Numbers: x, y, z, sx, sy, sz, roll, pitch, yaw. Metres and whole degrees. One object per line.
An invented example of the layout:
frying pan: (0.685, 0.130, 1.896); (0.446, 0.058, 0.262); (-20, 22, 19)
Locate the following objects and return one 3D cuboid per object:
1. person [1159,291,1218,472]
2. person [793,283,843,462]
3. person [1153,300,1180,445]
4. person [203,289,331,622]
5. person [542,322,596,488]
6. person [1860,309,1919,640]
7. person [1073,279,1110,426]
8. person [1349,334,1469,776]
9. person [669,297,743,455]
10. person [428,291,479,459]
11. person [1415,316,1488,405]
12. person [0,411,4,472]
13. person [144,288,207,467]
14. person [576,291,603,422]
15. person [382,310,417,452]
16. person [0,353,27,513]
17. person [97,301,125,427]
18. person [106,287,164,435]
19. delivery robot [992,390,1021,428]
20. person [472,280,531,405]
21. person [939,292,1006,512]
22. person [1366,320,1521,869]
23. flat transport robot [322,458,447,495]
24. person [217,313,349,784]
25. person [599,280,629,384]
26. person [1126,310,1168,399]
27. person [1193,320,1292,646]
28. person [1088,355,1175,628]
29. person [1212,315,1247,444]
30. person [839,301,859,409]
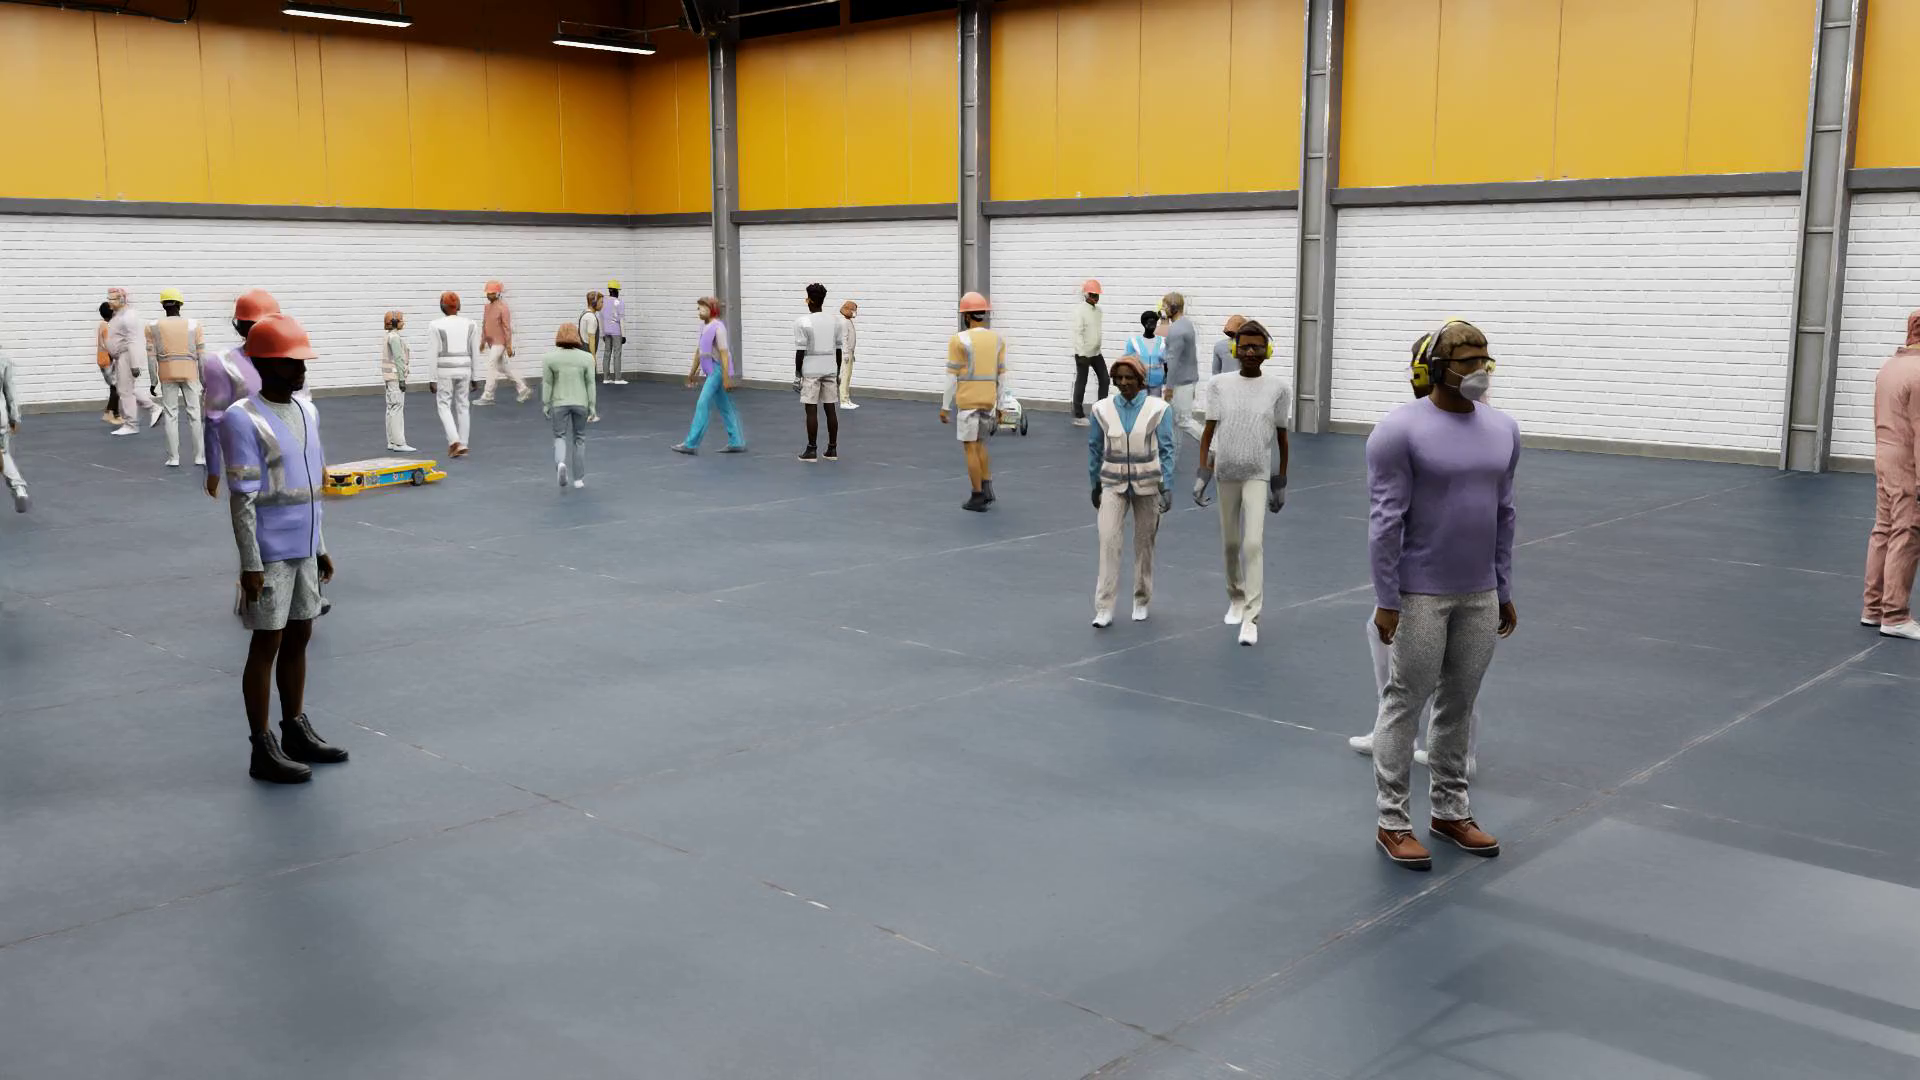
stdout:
person: (2.366, -1.606, 17.119); (0.830, 1.909, 0.634); (2, 9, 10)
person: (-1.568, -1.843, 18.340); (0.607, 1.966, 0.366); (-7, 11, -35)
person: (2.465, -2.014, 20.036); (0.526, 1.762, 0.346); (2, 9, 10)
person: (-4.052, -0.474, 9.854); (1.016, 1.991, 0.638); (6, 11, 32)
person: (-3.742, -1.277, 15.941); (0.504, 1.619, 0.553); (-2, 9, -9)
person: (5.511, -0.388, 9.606); (0.403, 1.906, 0.651); (2, 9, 10)
person: (1.829, -2.502, 22.361); (0.784, 1.967, 0.665); (8, 12, 40)
person: (1.945, 0.054, 7.071); (0.573, 1.842, 0.695); (-6, 11, -31)
person: (-2.911, -1.855, 18.923); (0.954, 1.791, 0.606); (-3, 10, -19)
person: (-5.680, -1.853, 18.672); (0.595, 1.881, 0.493); (-7, 12, -38)
person: (3.865, -0.893, 13.201); (0.559, 1.739, 0.737); (-1, 9, -6)
person: (-6.462, -0.600, 10.493); (0.536, 2.000, 0.710); (9, 13, 43)
person: (-8.398, -1.740, 17.855); (0.584, 1.918, 0.381); (-5, 10, -27)
person: (-5.128, -2.537, 23.055); (0.418, 1.823, 0.552); (-3, 10, -18)
person: (-6.556, -1.845, 19.345); (0.311, 1.642, 0.512); (-6, 11, -31)
person: (-8.202, -1.017, 14.009); (0.426, 1.733, 0.497); (6, 11, 31)
person: (-11.328, -2.344, 22.233); (0.368, 1.690, 0.575); (-6, 11, -32)
person: (-10.602, -2.291, 21.330); (0.617, 1.885, 0.659); (-7, 11, -35)
delivery robot: (0.597, -1.682, 21.384); (0.477, 0.478, 0.707); (0, 9, -2)
person: (-7.212, -3.101, 26.115); (0.977, 1.961, 0.615); (-7, 12, -38)
person: (0.112, -1.210, 14.613); (0.558, 1.918, 0.514); (-7, 11, -36)
person: (1.735, 0.191, 5.952); (0.631, 1.940, 0.372); (-4, 10, -24)
flat transport robot: (-5.706, -0.628, 16.075); (0.652, 0.197, 1.431); (4, 10, 23)
person: (-2.805, 0.029, 6.950); (0.379, 1.937, 0.547); (2, 9, 13)
person: (-6.358, -3.814, 30.570); (0.591, 1.920, 0.384); (5, 11, 28)
person: (2.159, -1.850, 19.360); (0.530, 1.658, 0.827); (-1, 9, -8)
person: (1.641, -0.358, 9.657); (0.520, 1.835, 0.847); (3, 10, 19)
person: (0.999, -0.274, 9.799); (0.533, 1.605, 0.772); (2, 10, 13)
person: (2.934, -1.588, 17.795); (0.507, 1.631, 0.278); (8, 12, 40)
person: (-1.695, -2.817, 25.328); (0.279, 1.633, 0.499); (1, 9, 8)
